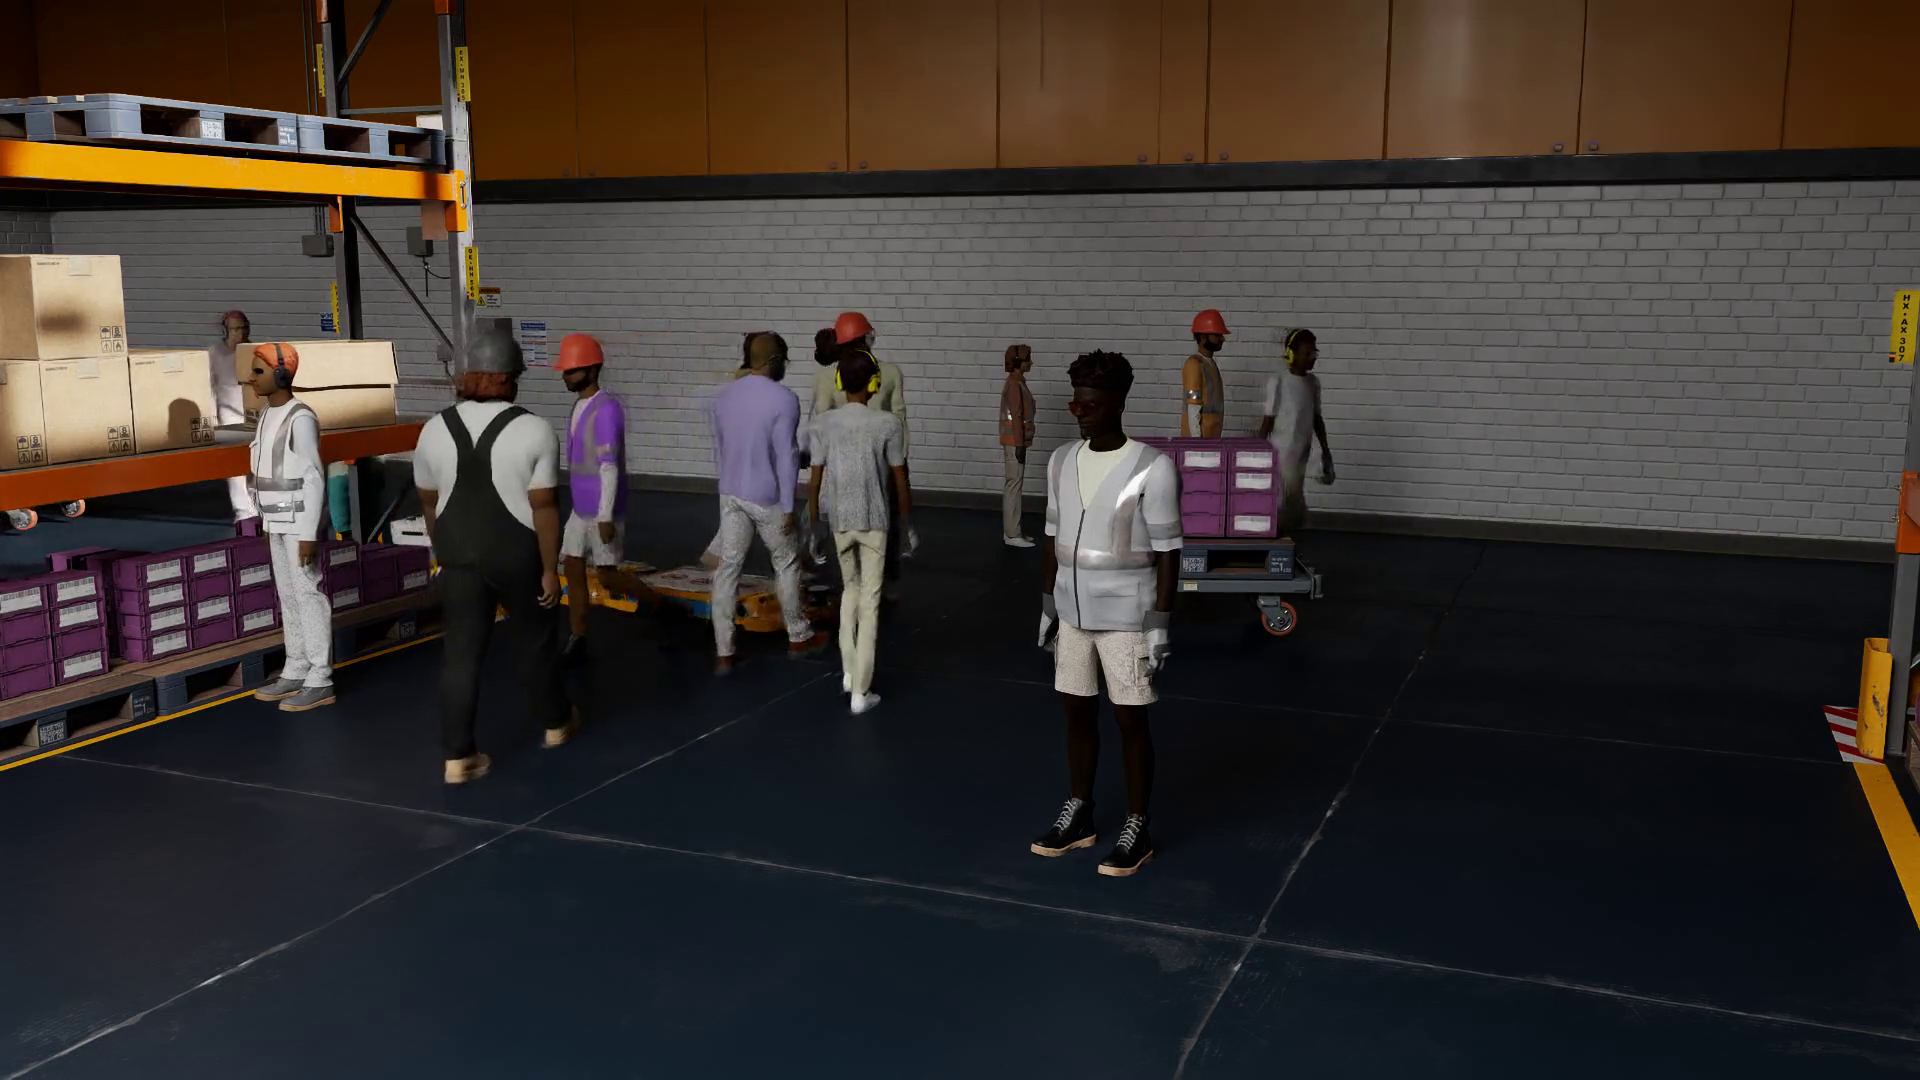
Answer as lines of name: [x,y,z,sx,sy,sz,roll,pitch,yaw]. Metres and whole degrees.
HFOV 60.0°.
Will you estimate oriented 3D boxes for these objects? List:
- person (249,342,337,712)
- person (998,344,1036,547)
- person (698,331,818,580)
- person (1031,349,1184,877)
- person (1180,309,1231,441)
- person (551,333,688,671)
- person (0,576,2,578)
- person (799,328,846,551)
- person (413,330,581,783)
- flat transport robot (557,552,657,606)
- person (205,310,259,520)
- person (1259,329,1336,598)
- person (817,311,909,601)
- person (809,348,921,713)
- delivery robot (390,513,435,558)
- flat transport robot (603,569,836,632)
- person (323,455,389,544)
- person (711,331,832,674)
person: [-3.434,-0.067,8.527,0.362,1.882,0.575,-8,12,-40]
person: [0.464,-0.767,13.489,0.308,1.645,0.514,0,9,1]
person: [-1.487,-0.585,11.950,0.844,1.823,0.614,-2,10,-12]
person: [0.539,0.268,6.238,0.616,1.964,0.361,9,13,42]
person: [1.875,-0.786,12.715,0.358,1.938,0.542,4,10,21]
person: [-1.977,-0.217,9.376,0.791,1.909,0.546,-7,12,-36]
person: [-5.951,-0.195,9.781,0.522,1.727,0.897,7,12,37]
person: [-1.040,-0.693,12.594,0.967,1.794,0.627,1,9,8]
person: [-2.079,0.020,7.520,0.692,2.000,1.007,2,9,9]
flat transport robot: [-2.786,0.243,11.520,1.431,0.197,0.652,7,12,38]
person: [-6.231,-1.043,14.404,0.485,1.890,0.660,7,12,38]
person: [2.330,-0.522,11.403,0.686,1.836,0.657,-8,12,-40]
person: [-0.632,-0.543,11.175,0.634,1.974,0.521,-2,10,-15]
person: [-0.481,-0.059,8.605,0.532,1.848,0.677,3,10,17]
delivery robot: [-3.766,-0.036,12.070,0.707,0.478,0.477,3,10,20]
flat transport robot: [-1.567,0.368,10.763,1.431,0.197,0.652,6,11,33]
person: [-4.078,-0.436,11.208,0.315,1.742,0.651,7,12,36]
person: [-1.104,-0.227,9.448,0.659,1.888,0.925,5,11,30]
